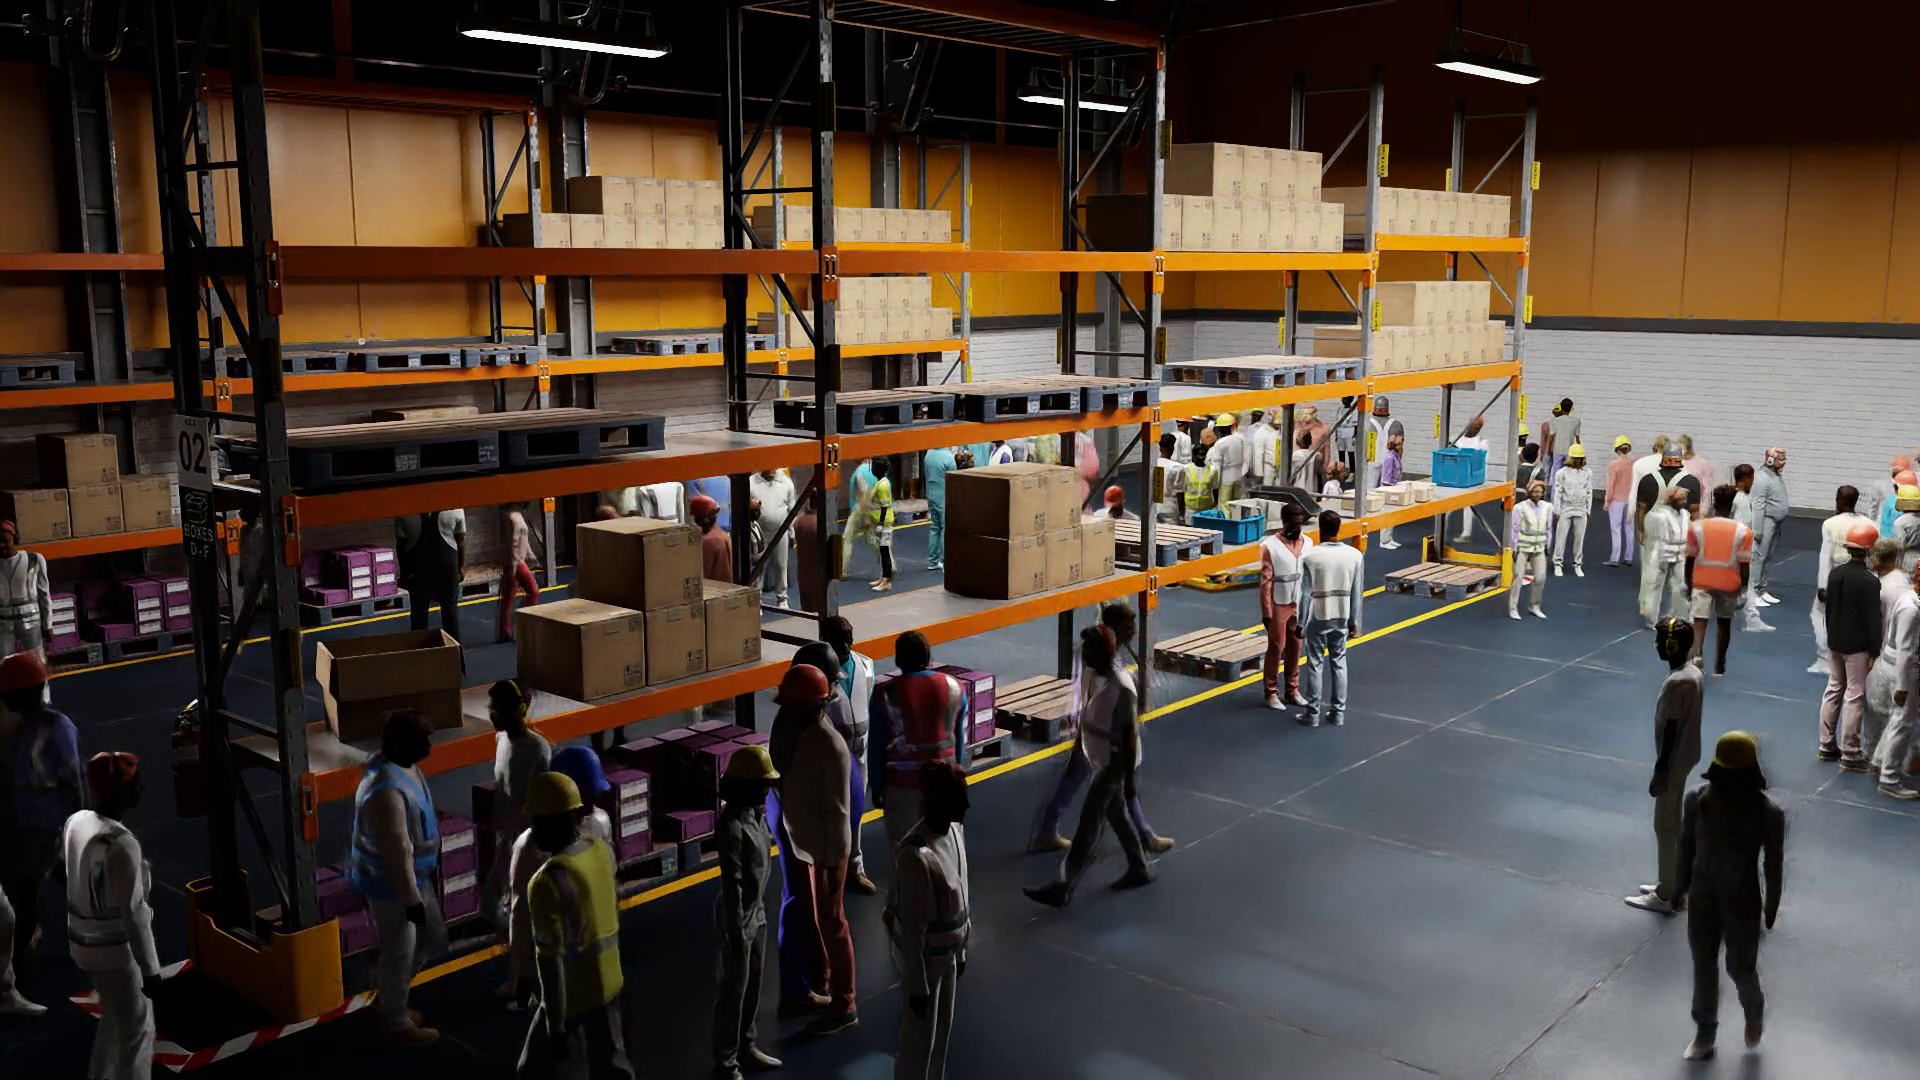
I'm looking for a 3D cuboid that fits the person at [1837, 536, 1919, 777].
[{"bbox_3d":[7.377,0.918,13.194,0.601,1.915,0.650,3,10,18],"label":"person"}]

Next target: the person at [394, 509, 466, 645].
[{"bbox_3d":[-5.363,0.234,16.886,0.681,2.000,0.535,-3,10,-18],"label":"person"}]

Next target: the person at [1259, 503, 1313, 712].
[{"bbox_3d":[2.959,0.597,15.125,0.598,1.909,0.402,-6,11,-31],"label":"person"}]

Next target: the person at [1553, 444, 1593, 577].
[{"bbox_3d":[7.915,-0.379,21.469,0.480,1.734,0.332,0,10,-1],"label":"person"}]

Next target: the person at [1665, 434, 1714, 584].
[{"bbox_3d":[9.290,-0.415,21.240,0.636,1.886,0.982,7,12,37],"label":"person"}]

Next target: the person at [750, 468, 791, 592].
[{"bbox_3d":[-2.414,-0.285,20.445,0.801,1.882,0.569,-8,13,-41],"label":"person"}]

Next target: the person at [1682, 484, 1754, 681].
[{"bbox_3d":[7.299,0.426,16.071,0.610,1.939,0.829,5,11,28],"label":"person"}]

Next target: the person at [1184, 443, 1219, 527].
[{"bbox_3d":[3.170,-0.460,22.105,0.545,1.689,0.327,0,10,2],"label":"person"}]

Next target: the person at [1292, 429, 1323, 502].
[{"bbox_3d":[4.598,-0.566,22.250,0.517,1.842,0.327,-2,10,-12],"label":"person"}]

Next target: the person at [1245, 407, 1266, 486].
[{"bbox_3d":[4.605,-1.171,25.754,0.447,1.886,0.631,6,11,32],"label":"person"}]

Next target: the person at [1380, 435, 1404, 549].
[{"bbox_3d":[6.120,-0.685,23.594,0.321,1.631,0.527,4,10,21],"label":"person"}]

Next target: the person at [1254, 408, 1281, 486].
[{"bbox_3d":[4.691,-1.036,24.921,0.653,1.896,0.400,-6,11,-34],"label":"person"}]

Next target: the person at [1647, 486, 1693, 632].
[{"bbox_3d":[7.783,0.224,18.174,0.523,1.618,0.507,-4,10,-22],"label":"person"}]

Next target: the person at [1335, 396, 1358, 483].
[{"bbox_3d":[7.124,-1.904,30.676,0.317,1.696,0.537,-7,12,-35],"label":"person"}]

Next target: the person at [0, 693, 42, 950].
[{"bbox_3d":[-5.646,1.456,9.592,0.704,2.000,0.804,-5,11,-27],"label":"person"}]

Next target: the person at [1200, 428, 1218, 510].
[{"bbox_3d":[3.636,-0.827,24.434,0.285,1.632,0.499,-3,10,-17],"label":"person"}]

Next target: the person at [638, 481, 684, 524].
[{"bbox_3d":[-3.385,-0.019,18.873,0.576,1.882,0.362,-8,12,-40],"label":"person"}]

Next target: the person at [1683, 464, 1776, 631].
[{"bbox_3d":[8.470,0.083,18.340,1.012,1.861,0.632,4,10,20],"label":"person"}]

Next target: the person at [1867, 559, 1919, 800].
[{"bbox_3d":[7.191,1.022,12.680,0.485,1.873,0.677,8,12,39],"label":"person"}]

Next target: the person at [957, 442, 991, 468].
[{"bbox_3d":[0.223,-0.901,23.847,0.618,1.987,0.411,-4,10,-23],"label":"person"}]

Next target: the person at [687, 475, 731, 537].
[{"bbox_3d":[-2.926,-0.166,19.360,0.651,2.006,0.848,-6,11,-32],"label":"person"}]

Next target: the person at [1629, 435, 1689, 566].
[{"bbox_3d":[8.759,-0.361,20.826,0.674,1.902,0.677,6,11,32],"label":"person"}]

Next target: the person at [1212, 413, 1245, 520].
[{"bbox_3d":[3.813,-0.850,23.764,0.600,1.913,0.423,-8,12,-38],"label":"person"}]

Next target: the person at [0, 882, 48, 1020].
[{"bbox_3d":[-5.177,1.693,8.656,0.730,1.877,0.659,0,10,0],"label":"person"}]

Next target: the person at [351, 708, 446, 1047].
[{"bbox_3d":[-2.882,1.749,8.545,0.436,1.818,0.642,-2,10,-9],"label":"person"}]

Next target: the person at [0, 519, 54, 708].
[{"bbox_3d":[-8.138,0.750,14.315,0.588,1.875,0.371,-4,10,-25],"label":"person"}]

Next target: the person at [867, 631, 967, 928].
[{"bbox_3d":[-0.268,1.464,10.197,0.627,1.835,0.432,-3,10,-19],"label":"person"}]

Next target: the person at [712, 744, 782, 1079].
[{"bbox_3d":[-1.036,1.848,8.175,0.323,1.737,0.489,2,10,10],"label":"person"}]

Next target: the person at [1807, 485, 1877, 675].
[{"bbox_3d":[8.625,0.410,16.275,0.610,1.892,0.506,-1,10,-8],"label":"person"}]

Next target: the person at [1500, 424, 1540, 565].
[{"bbox_3d":[7.463,-0.599,22.251,0.596,1.912,0.399,-6,11,-32],"label":"person"}]

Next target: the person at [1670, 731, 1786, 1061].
[{"bbox_3d":[3.903,1.800,8.463,0.391,1.732,0.493,-9,13,-43],"label":"person"}]

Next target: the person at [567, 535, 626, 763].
[{"bbox_3d":[-2.907,0.884,13.299,0.402,1.951,0.636,4,10,23],"label":"person"}]

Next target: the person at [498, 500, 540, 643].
[{"bbox_3d":[-4.649,0.243,17.733,0.671,1.733,0.517,-4,10,-21],"label":"person"}]

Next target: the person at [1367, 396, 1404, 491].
[{"bbox_3d":[6.388,-1.189,25.382,0.684,2.000,0.536,1,10,5],"label":"person"}]

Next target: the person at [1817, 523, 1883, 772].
[{"bbox_3d":[7.167,0.852,13.328,0.375,1.998,0.611,-1,10,-6],"label":"person"}]

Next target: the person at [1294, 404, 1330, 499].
[{"bbox_3d":[5.337,-1.138,25.489,0.649,1.904,0.401,2,10,14],"label":"person"}]

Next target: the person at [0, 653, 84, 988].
[{"bbox_3d":[-5.220,1.549,9.502,0.557,1.895,1.001,5,11,29],"label":"person"}]

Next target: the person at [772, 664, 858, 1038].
[{"bbox_3d":[-0.782,1.619,8.798,0.408,1.984,0.615,-6,11,-30],"label":"person"}]
